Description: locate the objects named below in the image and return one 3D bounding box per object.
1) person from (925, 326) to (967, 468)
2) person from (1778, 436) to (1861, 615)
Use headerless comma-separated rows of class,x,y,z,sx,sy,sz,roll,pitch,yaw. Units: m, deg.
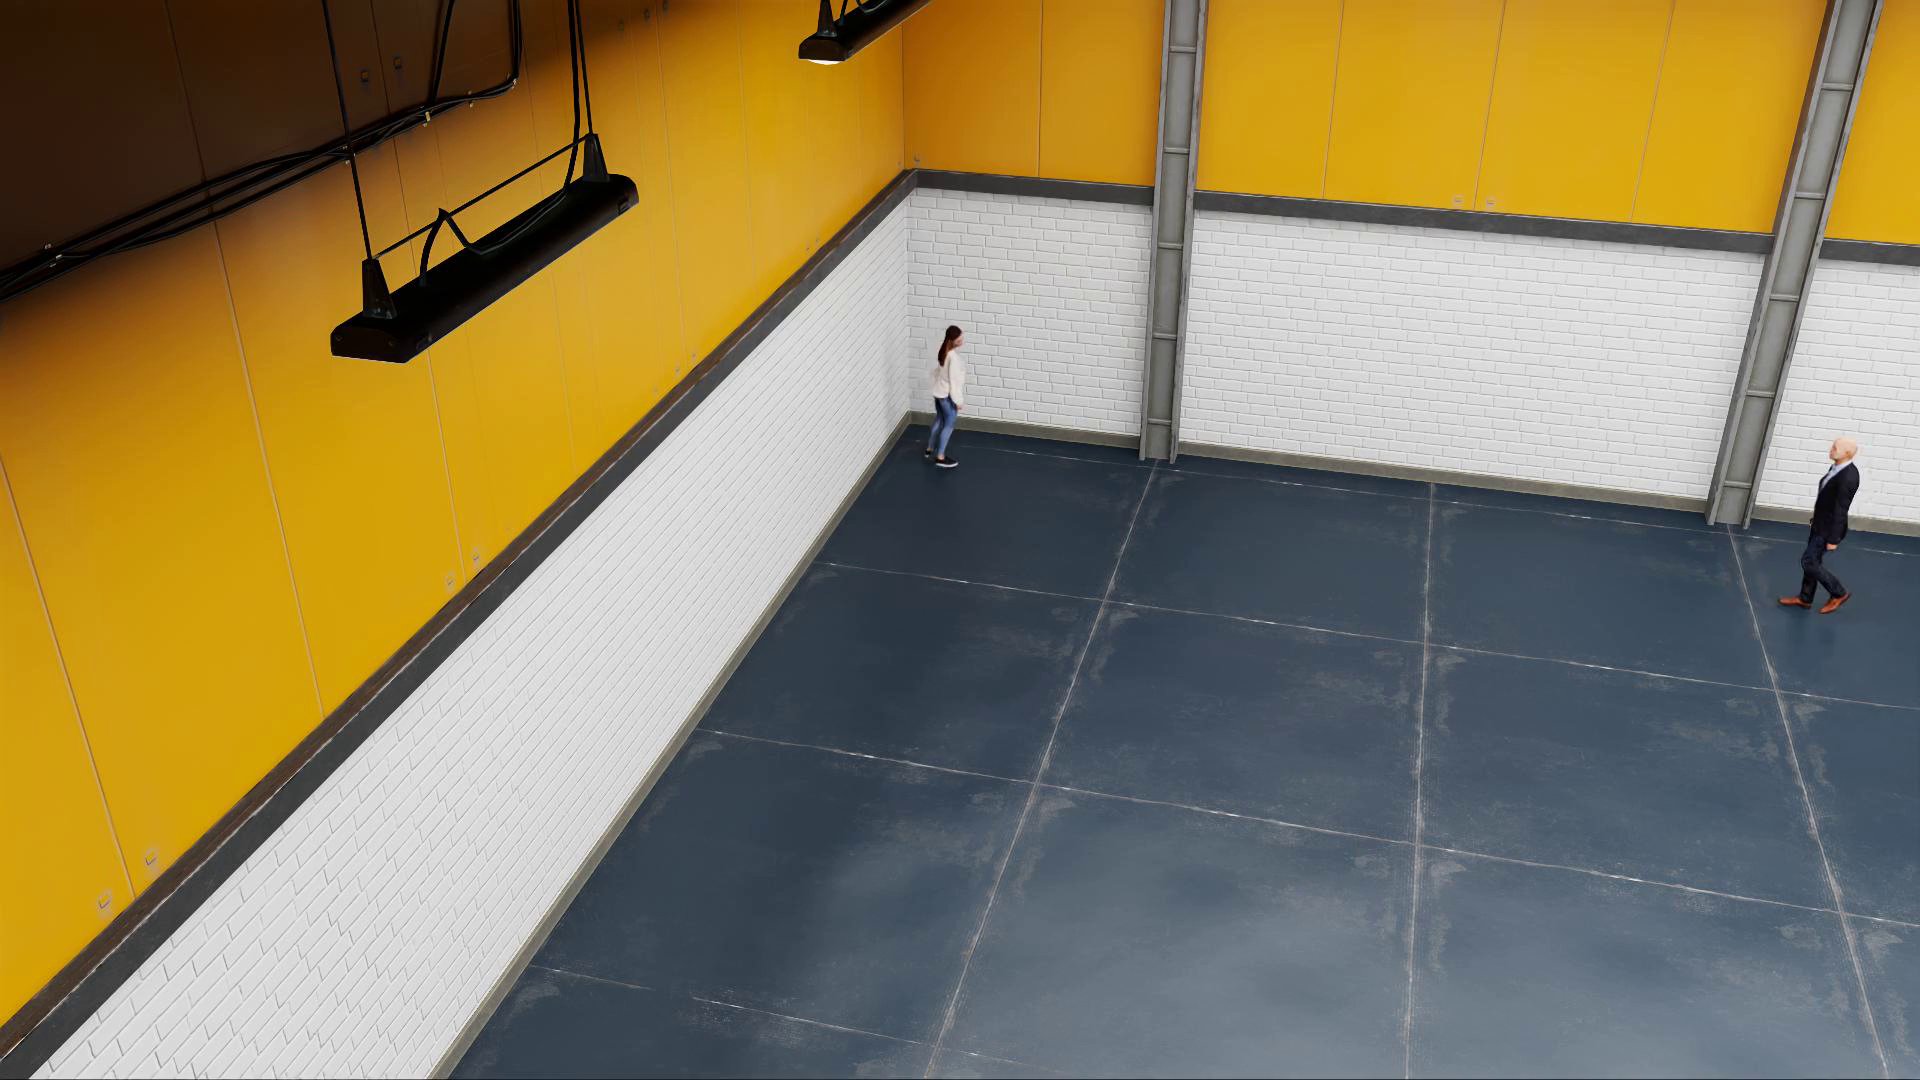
person,-0.189,-1.587,18.236,0.860,1.664,0.876,-15,32,-26
person,8.125,-0.119,15.411,0.784,1.791,0.686,9,30,15
